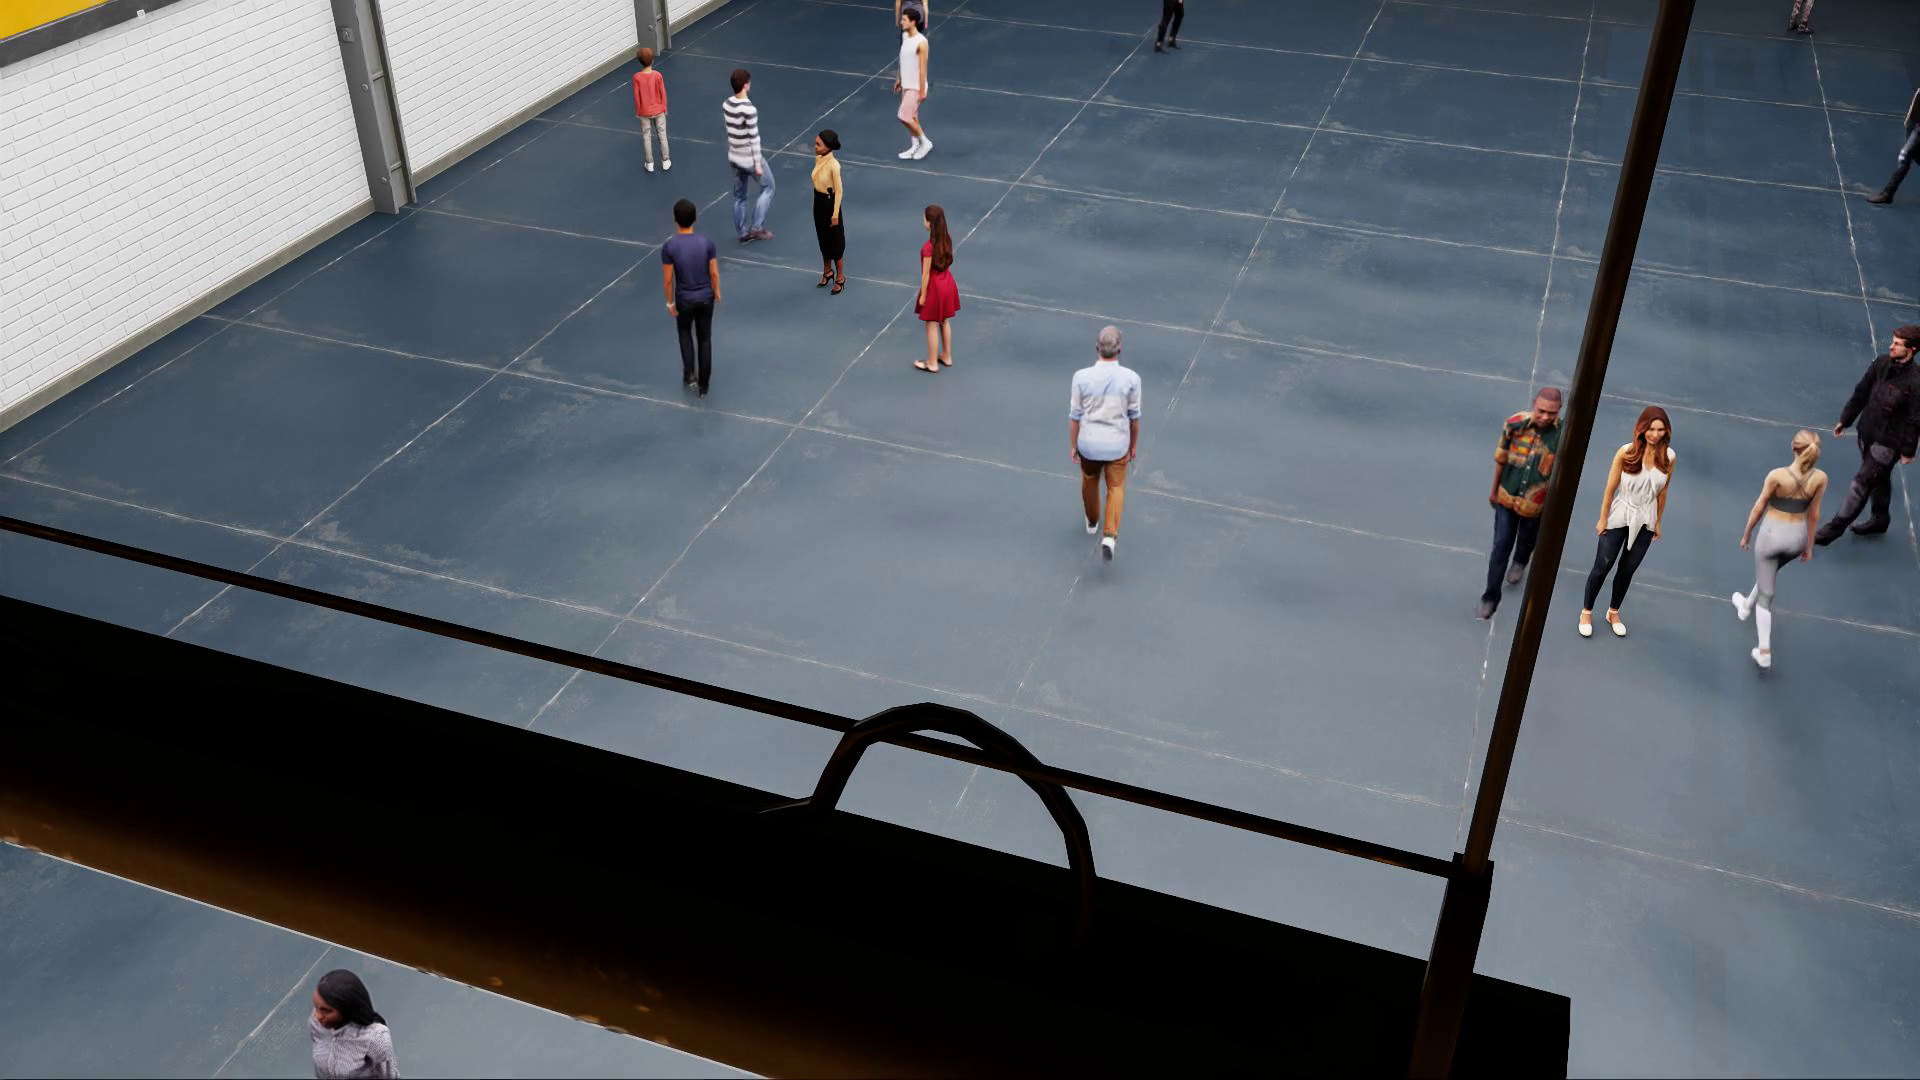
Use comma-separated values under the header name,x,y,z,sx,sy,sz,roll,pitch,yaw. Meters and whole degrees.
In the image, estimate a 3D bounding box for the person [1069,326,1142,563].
name,x,y,z,sx,sy,sz,roll,pitch,yaw
person,1.072,-0.694,12.400,0.847,1.804,1.138,4,34,6

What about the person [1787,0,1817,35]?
name,x,y,z,sx,sy,sz,roll,pitch,yaw
person,12.132,-8.088,23.605,0.741,1.714,0.658,-7,34,-11

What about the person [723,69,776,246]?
name,x,y,z,sx,sy,sz,roll,pitch,yaw
person,-2.290,-3.924,17.228,0.778,1.838,0.780,26,42,34

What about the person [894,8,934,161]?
name,x,y,z,sx,sy,sz,roll,pitch,yaw
person,-0.467,-5.300,19.354,0.856,1.778,0.794,-13,36,-19

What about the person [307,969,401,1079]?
name,x,y,z,sx,sy,sz,roll,pitch,yaw
person,-2.685,2.580,7.545,0.610,1.725,0.529,14,36,20

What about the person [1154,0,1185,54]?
name,x,y,z,sx,sy,sz,roll,pitch,yaw
person,2.807,-7.480,22.756,0.678,1.642,0.567,8,34,11

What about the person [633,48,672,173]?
name,x,y,z,sx,sy,sz,roll,pitch,yaw
person,-3.556,-4.961,19.169,0.588,1.417,0.613,-7,34,-11

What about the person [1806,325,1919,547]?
name,x,y,z,sx,sy,sz,roll,pitch,yaw
person,7.041,-0.770,12.517,1.080,1.801,1.139,-5,34,-8

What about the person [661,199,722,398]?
name,x,y,z,sx,sy,sz,roll,pitch,yaw
person,-2.303,-2.057,14.477,0.770,1.774,0.802,-7,34,-10

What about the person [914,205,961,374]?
name,x,y,z,sx,sy,sz,roll,pitch,yaw
person,-0.201,-2.268,14.997,0.690,1.551,0.621,22,40,30

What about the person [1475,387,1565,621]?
name,x,y,z,sx,sy,sz,roll,pitch,yaw
person,4.072,-0.337,11.906,0.784,1.755,1.220,18,37,24

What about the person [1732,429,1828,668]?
name,x,y,z,sx,sy,sz,roll,pitch,yaw
person,5.614,0.086,11.358,0.788,1.658,1.182,4,34,6

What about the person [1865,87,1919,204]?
name,x,y,z,sx,sy,sz,roll,pitch,yaw
person,10.612,-4.562,18.157,1.003,1.872,1.172,-1,34,-1

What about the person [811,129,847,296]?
name,x,y,z,sx,sy,sz,roll,pitch,yaw
person,-1.293,-3.228,16.349,0.687,1.653,0.656,-23,40,-30

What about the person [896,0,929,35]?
name,x,y,z,sx,sy,sz,roll,pitch,yaw
person,-0.607,-6.661,21.484,0.935,1.686,1.224,-5,34,-7

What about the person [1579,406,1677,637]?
name,x,y,z,sx,sy,sz,roll,pitch,yaw
person,4.648,-0.131,11.569,0.652,1.785,0.627,1,34,2
